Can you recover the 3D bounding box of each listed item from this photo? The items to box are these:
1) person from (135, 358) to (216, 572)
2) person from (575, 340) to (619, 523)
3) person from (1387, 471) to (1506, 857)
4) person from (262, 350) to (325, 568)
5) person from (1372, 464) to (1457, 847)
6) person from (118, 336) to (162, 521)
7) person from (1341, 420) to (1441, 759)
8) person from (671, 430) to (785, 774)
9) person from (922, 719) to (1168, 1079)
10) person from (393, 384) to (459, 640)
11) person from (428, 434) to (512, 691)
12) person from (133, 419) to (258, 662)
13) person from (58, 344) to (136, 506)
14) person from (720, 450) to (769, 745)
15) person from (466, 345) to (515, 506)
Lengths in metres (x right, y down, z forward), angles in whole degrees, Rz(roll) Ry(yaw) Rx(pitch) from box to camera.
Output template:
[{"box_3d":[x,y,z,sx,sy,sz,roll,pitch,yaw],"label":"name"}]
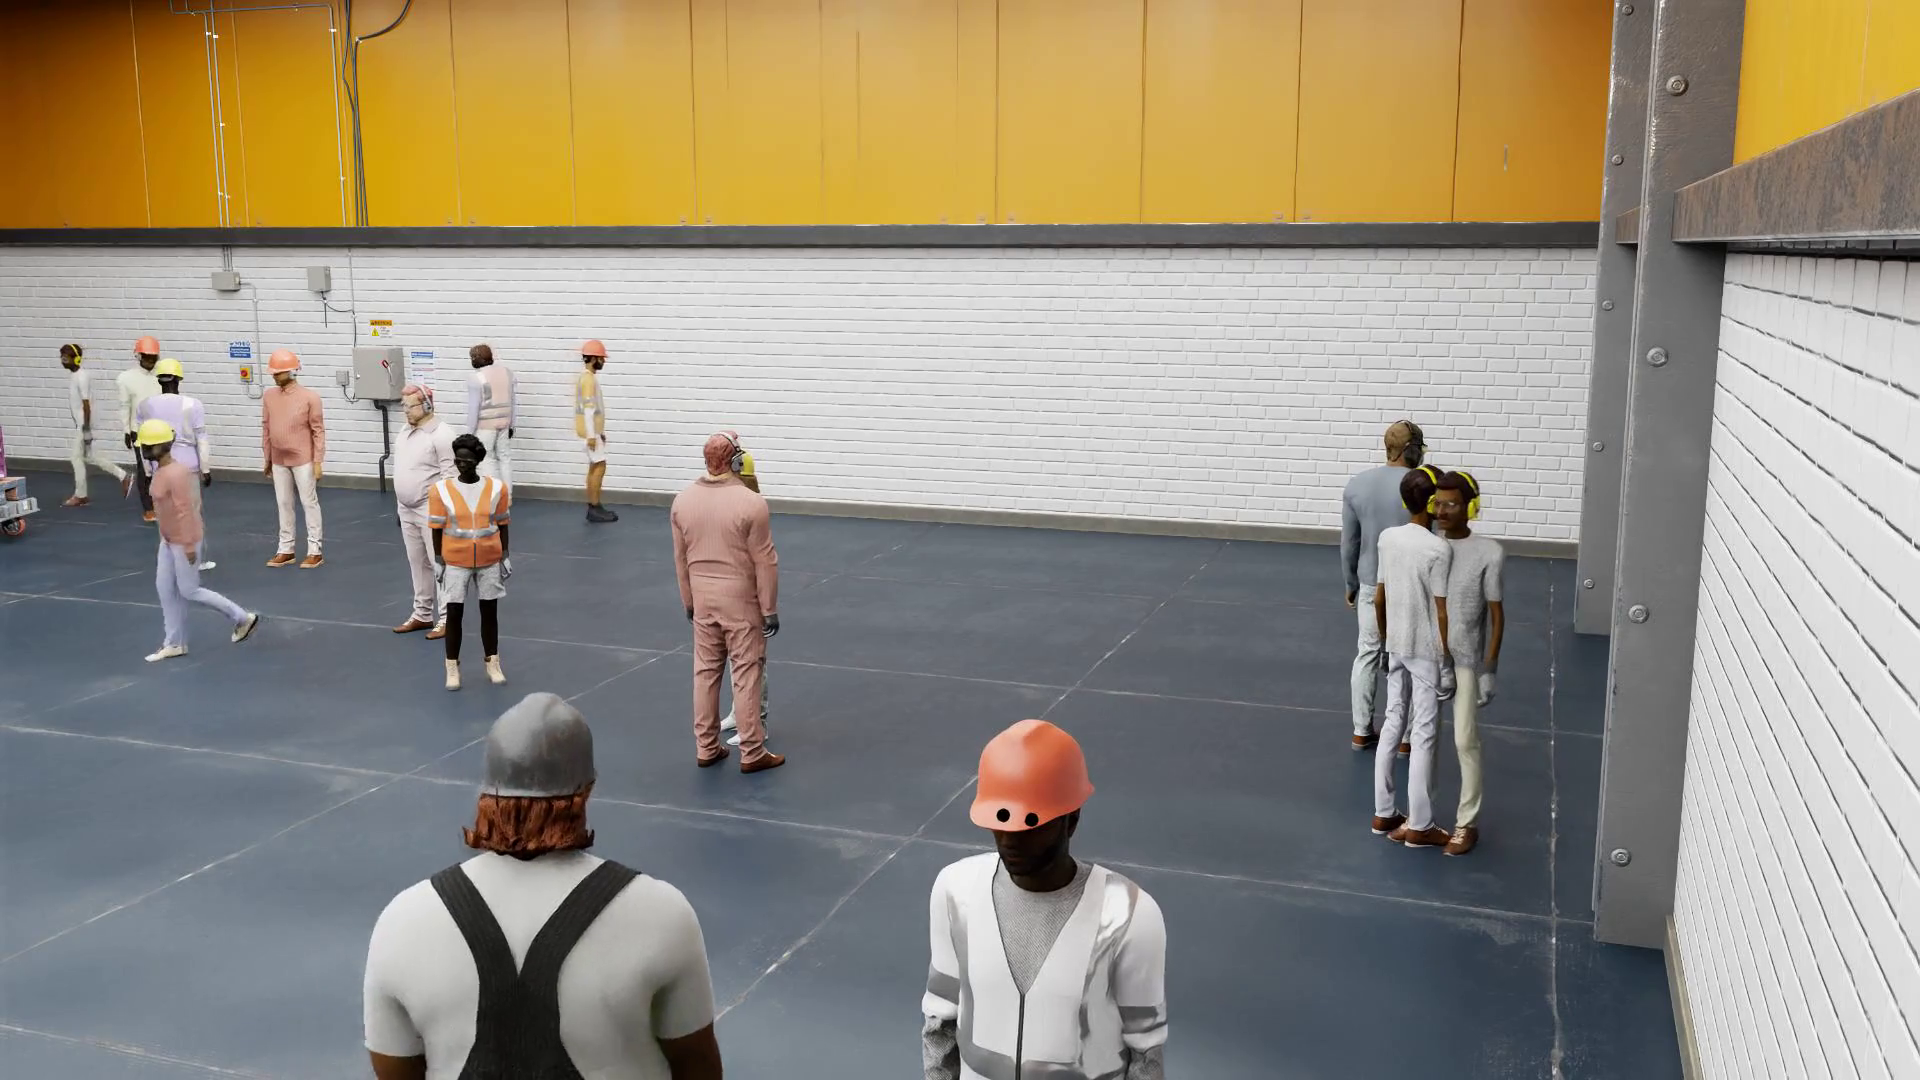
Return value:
[{"box_3d":[-6.998,-0.657,14.856,0.585,1.921,0.373,-2,10,-9],"label":"person"},{"box_3d":[-3.874,-1.156,17.654,0.408,1.924,0.593,-3,10,-15],"label":"person"},{"box_3d":[2.352,0.588,8.006,0.311,1.865,0.532,-9,13,-41],"label":"person"},{"box_3d":[-6.057,-0.730,15.084,0.608,1.987,0.385,2,10,13],"label":"person"},{"box_3d":[2.243,0.562,8.126,0.328,1.876,0.508,-5,11,-28],"label":"person"},{"box_3d":[-8.641,-1.197,17.759,0.609,1.976,0.577,-7,12,-35],"label":"person"},{"box_3d":[2.484,0.279,9.540,0.632,1.936,0.359,8,13,40],"label":"person"},{"box_3d":[-1.272,0.343,9.251,0.643,1.913,0.410,5,11,26],"label":"person"},{"box_3d":[0.165,1.326,3.642,0.550,1.935,0.375,4,11,21],"label":"person"},{"box_3d":[-4.007,-0.215,12.421,0.641,1.905,0.410,7,12,35],"label":"person"},{"box_3d":[-3.225,0.139,10.997,0.536,1.699,0.322,-5,11,-25],"label":"person"},{"box_3d":[-5.440,-0.017,11.780,0.670,1.732,0.563,-9,14,-42],"label":"person"},{"box_3d":[-9.769,-1.297,18.698,0.734,1.840,0.556,-6,12,-29],"label":"person"},{"box_3d":[-1.312,0.328,9.807,0.288,1.746,0.487,-5,11,-26],"label":"person"},{"box_3d":[-5.234,-1.253,18.532,0.432,1.827,0.673,6,12,30],"label":"person"}]
